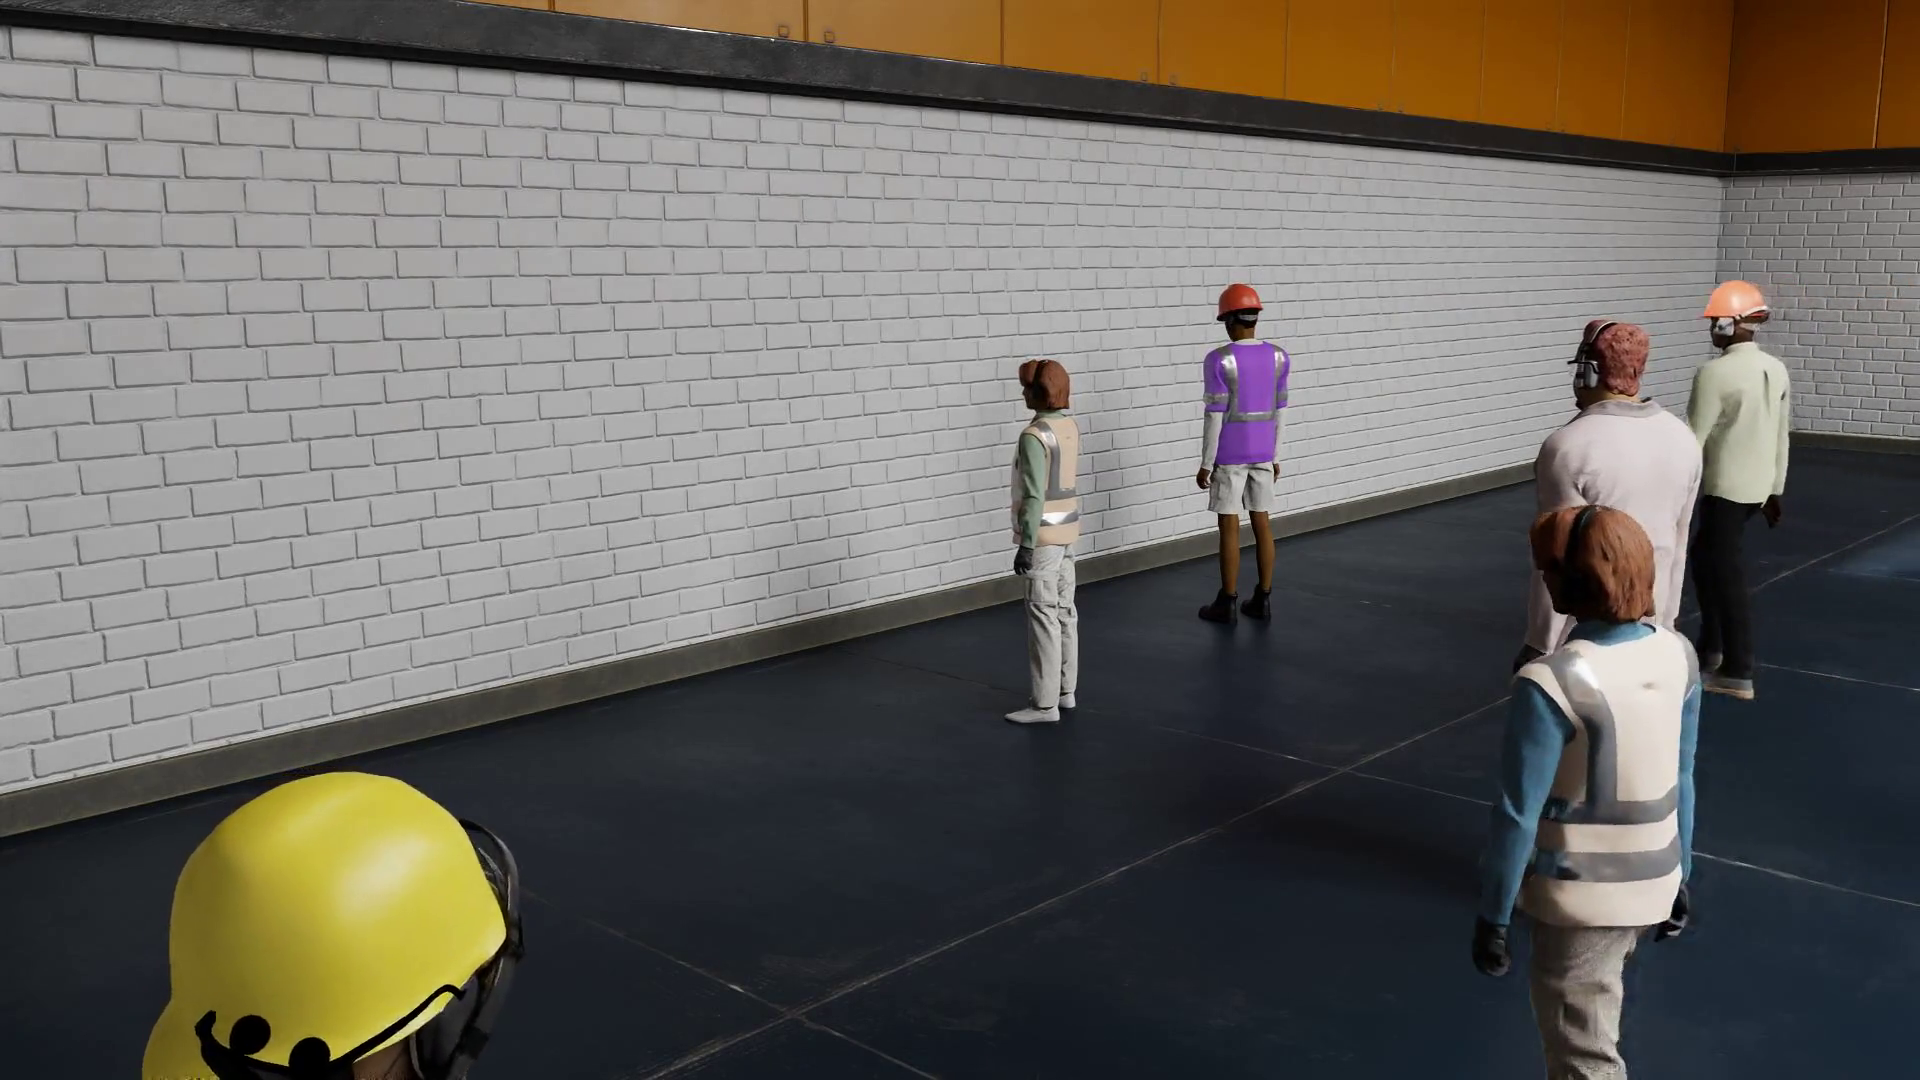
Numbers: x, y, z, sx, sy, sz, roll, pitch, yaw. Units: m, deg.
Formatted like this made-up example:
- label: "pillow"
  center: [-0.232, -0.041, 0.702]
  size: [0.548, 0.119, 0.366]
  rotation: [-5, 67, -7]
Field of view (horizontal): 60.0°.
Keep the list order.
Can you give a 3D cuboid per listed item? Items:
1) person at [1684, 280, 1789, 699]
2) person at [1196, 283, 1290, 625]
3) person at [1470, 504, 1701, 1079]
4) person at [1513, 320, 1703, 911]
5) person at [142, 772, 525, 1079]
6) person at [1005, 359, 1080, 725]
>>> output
- label: "person"
  center: [3.614, -0.247, 7.994]
  size: [0.617, 1.970, 0.696]
  rotation: [-7, 12, -36]
- label: "person"
  center: [1.586, -0.483, 9.453]
  size: [0.543, 1.928, 0.370]
  rotation: [-4, 11, -24]
- label: "person"
  center: [1.251, 0.730, 3.395]
  size: [0.537, 1.618, 0.507]
  rotation: [-7, 12, -33]
- label: "person"
  center: [2.005, 0.263, 5.268]
  size: [0.651, 1.906, 0.403]
  rotation: [-5, 11, -28]
- label: "person"
  center: [-0.433, 1.026, 1.352]
  size: [0.527, 1.757, 0.340]
  rotation: [3, 10, 15]
- label: "person"
  center: [0.385, 0.009, 7.470]
  size: [0.306, 1.639, 0.523]
  rotation: [4, 11, 24]
